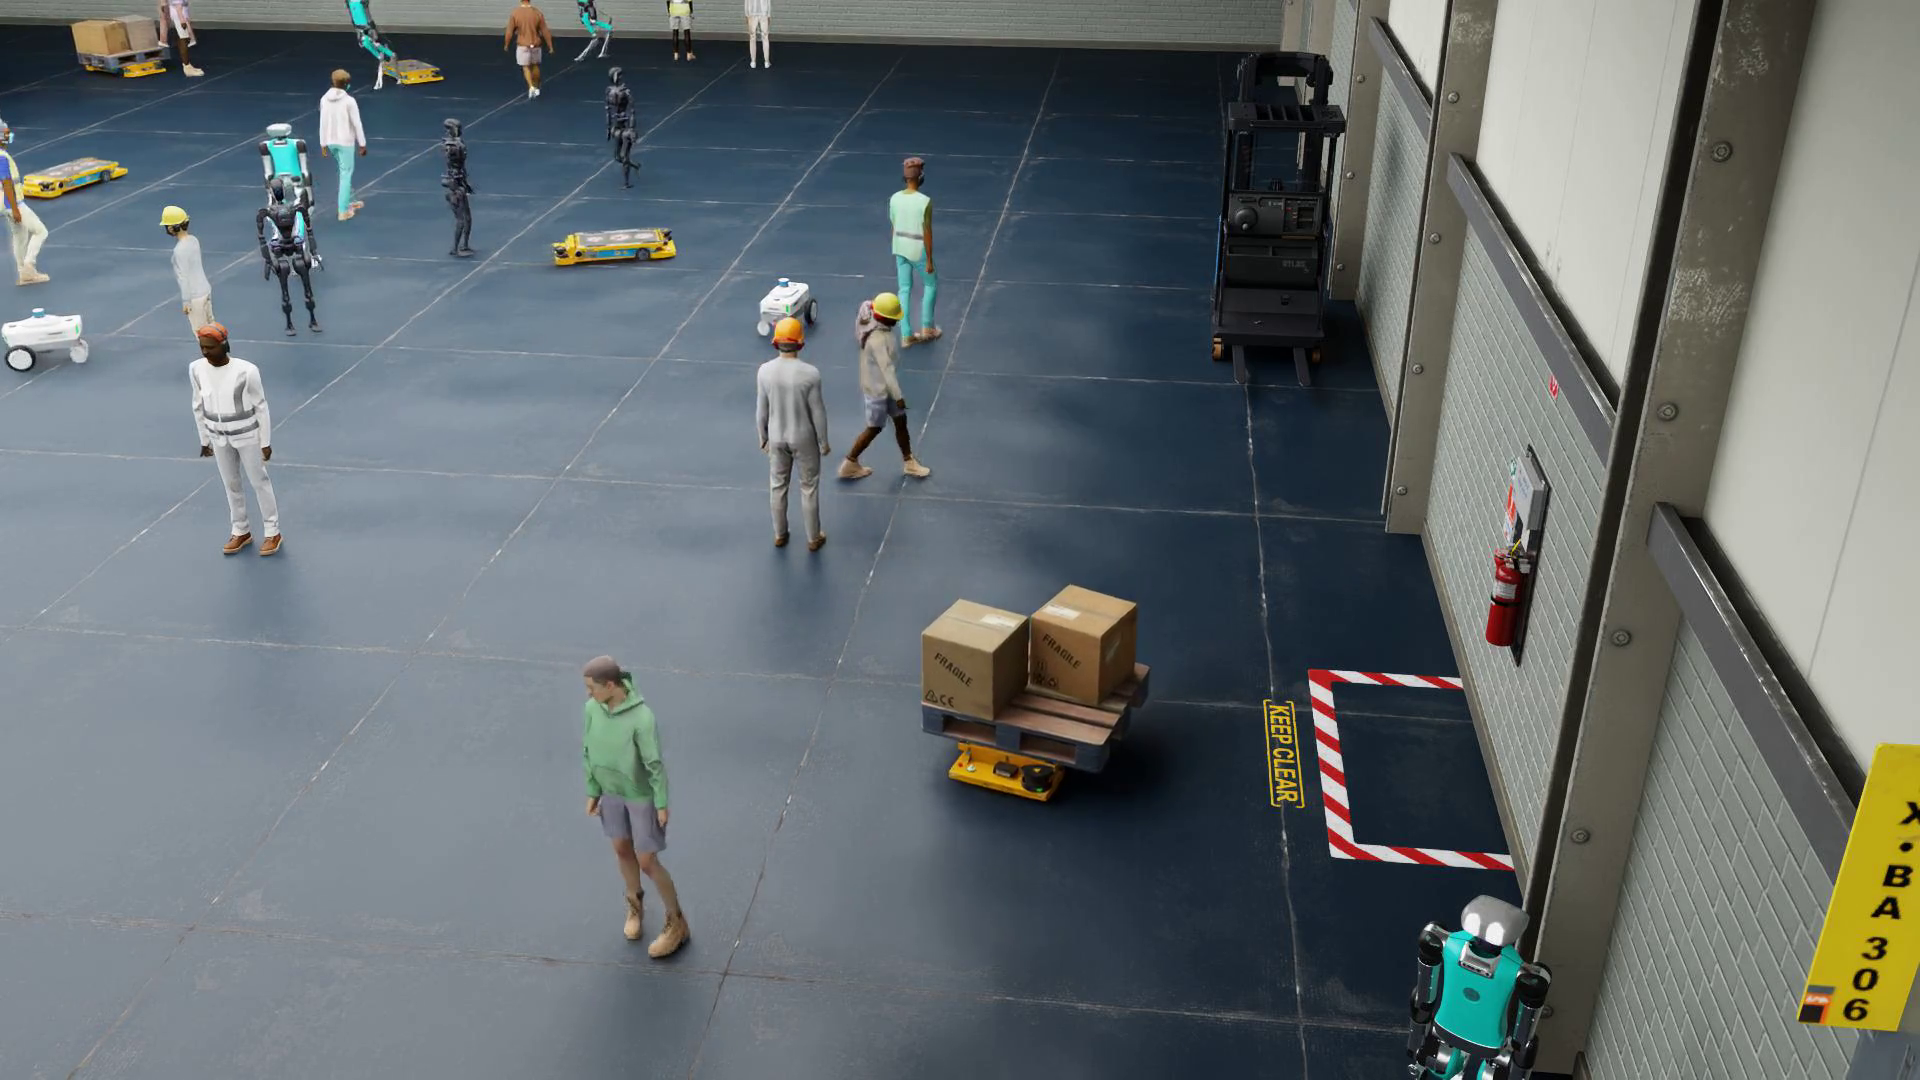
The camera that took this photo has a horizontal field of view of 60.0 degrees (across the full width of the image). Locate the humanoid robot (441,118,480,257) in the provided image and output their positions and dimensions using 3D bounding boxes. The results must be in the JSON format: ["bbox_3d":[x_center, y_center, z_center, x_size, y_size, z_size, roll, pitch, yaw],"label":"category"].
[{"bbox_3d":[-6.091,-4.276,20.103,0.365,1.640,0.613,0,27,0],"label":"humanoid robot"}]

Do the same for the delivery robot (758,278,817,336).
[{"bbox_3d":[-1.870,-2.516,17.824,0.499,0.579,0.750,6,27,12],"label":"delivery robot"}]

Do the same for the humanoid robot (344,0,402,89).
[{"bbox_3d":[-10.128,-8.802,29.110,0.556,1.774,0.974,23,35,38],"label":"humanoid robot"}]

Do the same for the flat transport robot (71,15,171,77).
[{"bbox_3d":[-15.293,-8.671,30.448,1.431,0.231,0.659,16,31,28],"label":"flat transport robot"}]

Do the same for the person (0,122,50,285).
[{"bbox_3d":[-10.755,-3.820,18.974,0.493,1.873,0.560,-18,32,-31],"label":"person"}]

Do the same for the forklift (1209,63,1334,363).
[{"bbox_3d":[3.241,-3.477,17.183,1.129,2.768,1.873,3,27,6],"label":"forklift"}]

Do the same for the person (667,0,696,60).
[{"bbox_3d":[-5.265,-9.916,31.347,0.543,1.692,0.318,6,27,11],"label":"person"}]

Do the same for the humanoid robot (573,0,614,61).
[{"bbox_3d":[-6.870,-9.831,31.112,0.969,1.738,0.548,-20,33,-35],"label":"humanoid robot"}]

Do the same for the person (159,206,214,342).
[{"bbox_3d":[-7.503,-2.397,16.263,0.333,1.757,0.515,-4,27,-8],"label":"person"}]

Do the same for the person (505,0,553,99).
[{"bbox_3d":[-7.309,-8.424,28.217,0.772,1.826,0.782,-12,29,-22],"label":"person"}]

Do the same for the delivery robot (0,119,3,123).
[{"bbox_3d":[-15.475,-6.677,26.139,0.499,0.586,0.773,4,27,8],"label":"delivery robot"}]

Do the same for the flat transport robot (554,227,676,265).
[{"bbox_3d":[-4.215,-3.579,20.283,1.431,0.231,0.659,-6,27,-12],"label":"flat transport robot"}]

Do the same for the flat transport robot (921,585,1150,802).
[{"bbox_3d":[0.509,1.183,10.776,0.659,0.231,1.431,11,29,21],"label":"flat transport robot"}]

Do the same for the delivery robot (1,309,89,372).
[{"bbox_3d":[-9.328,-2.058,16.915,0.764,0.582,0.499,-10,28,-20],"label":"delivery robot"}]

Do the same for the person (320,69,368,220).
[{"bbox_3d":[-8.004,-5.145,21.616,0.508,1.872,0.780,8,28,15],"label":"person"}]

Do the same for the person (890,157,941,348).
[{"bbox_3d":[-0.426,-2.999,17.238,0.524,1.957,0.706,14,30,26],"label":"person"}]

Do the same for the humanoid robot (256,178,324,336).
[{"bbox_3d":[-7.042,-2.987,17.520,0.595,1.655,0.322,-16,31,-28],"label":"humanoid robot"}]

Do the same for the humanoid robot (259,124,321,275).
[{"bbox_3d":[-7.763,-3.870,19.214,0.532,1.727,0.974,-3,27,-5],"label":"humanoid robot"}]

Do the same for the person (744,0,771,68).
[{"bbox_3d":[-3.720,-9.667,30.659,0.494,1.870,0.402,-4,27,-9],"label":"person"}]

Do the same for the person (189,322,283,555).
[{"bbox_3d":[-5.621,-0.777,12.888,0.582,1.882,0.348,3,27,5],"label":"person"}]

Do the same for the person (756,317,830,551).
[{"bbox_3d":[-1.301,-0.818,12.968,0.571,1.887,0.392,5,27,11],"label":"person"}]

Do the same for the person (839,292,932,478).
[{"bbox_3d":[-0.675,-1.304,14.137,0.773,1.714,0.506,6,27,11],"label":"person"}]

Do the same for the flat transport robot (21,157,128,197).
[{"bbox_3d":[-12.449,-5.072,23.264,0.659,0.231,1.431,9,28,17],"label":"flat transport robot"}]

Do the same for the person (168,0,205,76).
[{"bbox_3d":[-14.013,-9.424,29.975,0.392,2.044,0.607,-12,29,-22],"label":"person"}]

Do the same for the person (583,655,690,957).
[{"bbox_3d":[-1.710,1.386,8.758,0.547,1.716,0.428,13,30,25],"label":"person"}]

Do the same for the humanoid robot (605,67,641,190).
[{"bbox_3d":[-4.596,-5.702,22.965,0.597,1.644,0.529,19,32,32],"label":"humanoid robot"}]

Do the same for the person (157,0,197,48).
[{"bbox_3d":[-15.449,-10.514,32.380,0.963,1.842,0.719,4,27,8],"label":"person"}]

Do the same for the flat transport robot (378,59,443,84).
[{"bbox_3d":[-9.919,-8.448,30.003,0.659,0.231,1.431,-19,32,-33],"label":"flat transport robot"}]

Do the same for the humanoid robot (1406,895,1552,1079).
[{"bbox_3d":[2.238,2.120,7.117,0.533,1.677,0.735,17,31,31],"label":"humanoid robot"}]
